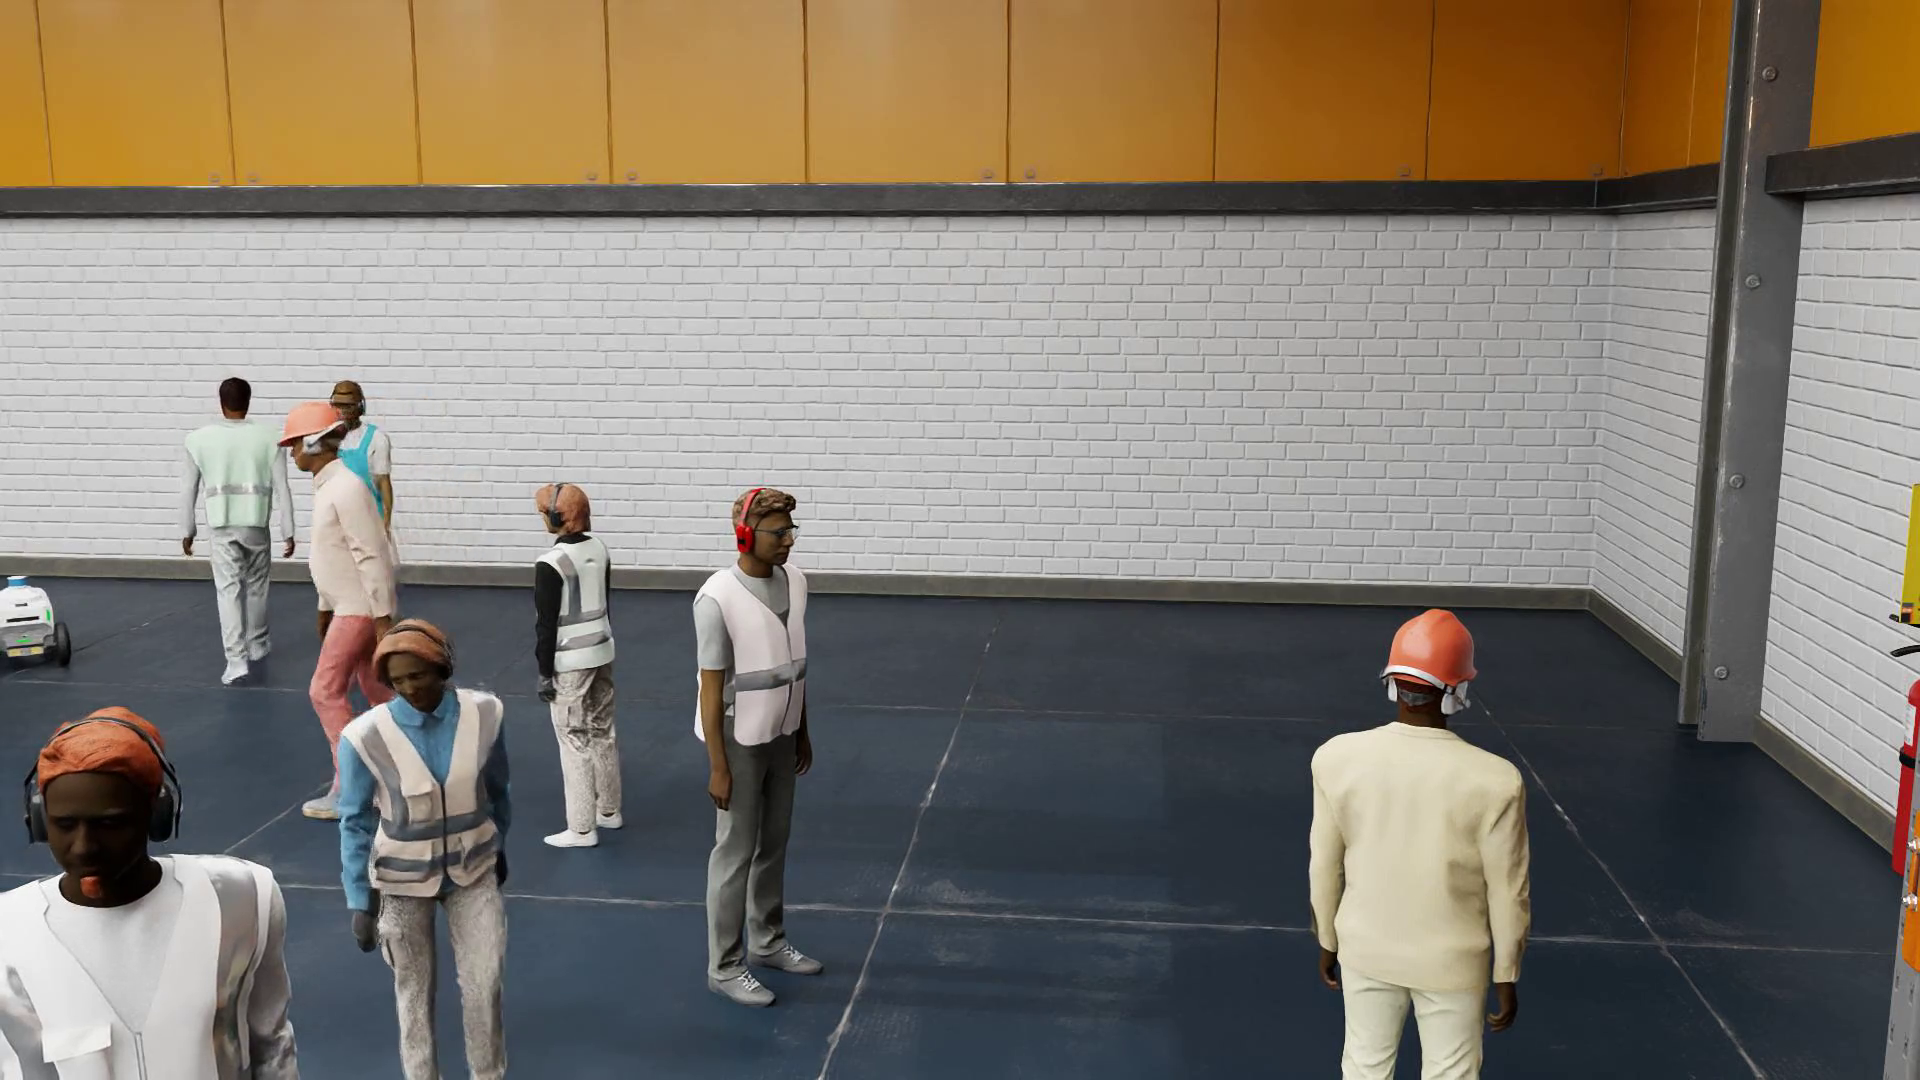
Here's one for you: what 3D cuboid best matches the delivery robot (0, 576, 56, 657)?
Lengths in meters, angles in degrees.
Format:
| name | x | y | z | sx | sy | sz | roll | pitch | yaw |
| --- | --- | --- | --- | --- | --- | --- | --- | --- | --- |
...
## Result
| name | x | y | z | sx | sy | sz | roll | pitch | yaw |
| --- | --- | --- | --- | --- | --- | --- | --- | --- | --- |
| delivery robot | -6.038 | 0.474 | 10.680 | 0.477 | 0.478 | 0.707 | -6 | 12 | -32 |

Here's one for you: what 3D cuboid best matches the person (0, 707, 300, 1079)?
| name | x | y | z | sx | sy | sz | roll | pitch | yaw |
| --- | --- | --- | --- | --- | --- | --- | --- | --- | --- |
| person | -1.444 | 1.211 | 2.927 | 0.585 | 1.881 | 0.340 | -7 | 12 | -37 |

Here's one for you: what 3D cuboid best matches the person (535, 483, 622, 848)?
| name | x | y | z | sx | sy | sz | roll | pitch | yaw |
| --- | --- | --- | --- | --- | --- | --- | --- | --- | --- |
| person | -1.710 | 0.555 | 7.417 | 0.315 | 1.629 | 0.512 | 4 | 11 | 20 |

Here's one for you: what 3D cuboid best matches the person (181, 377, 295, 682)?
| name | x | y | z | sx | sy | sz | roll | pitch | yaw |
| --- | --- | --- | --- | --- | --- | --- | --- | --- | --- |
| person | -4.528 | -0.080 | 10.426 | 0.646 | 1.857 | 1.037 | -4 | 11 | -23 |

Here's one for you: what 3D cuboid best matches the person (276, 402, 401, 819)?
| name | x | y | z | sx | sy | sz | roll | pitch | yaw |
| --- | --- | --- | --- | --- | --- | --- | --- | --- | --- |
| person | -2.878 | 0.323 | 7.841 | 0.722 | 1.940 | 0.619 | -4 | 11 | -23 |

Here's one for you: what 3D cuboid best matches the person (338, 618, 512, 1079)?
| name | x | y | z | sx | sy | sz | roll | pitch | yaw |
| --- | --- | --- | --- | --- | --- | --- | --- | --- | --- |
| person | -1.567 | 0.999 | 4.908 | 0.533 | 1.608 | 0.483 | -6 | 12 | -32 |

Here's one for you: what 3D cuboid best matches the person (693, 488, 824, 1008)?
| name | x | y | z | sx | sy | sz | roll | pitch | yaw |
| --- | --- | --- | --- | --- | --- | --- | --- | --- | --- |
| person | -0.737 | 0.718 | 5.895 | 0.386 | 1.837 | 0.563 | 5 | 11 | 27 |

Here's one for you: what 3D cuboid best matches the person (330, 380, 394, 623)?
| name | x | y | z | sx | sy | sz | roll | pitch | yaw |
| --- | --- | --- | --- | --- | --- | --- | --- | --- | --- |
| person | -3.862 | -0.110 | 10.637 | 0.505 | 1.838 | 0.344 | 1 | 10 | 8 |

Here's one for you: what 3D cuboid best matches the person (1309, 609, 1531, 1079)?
| name | x | y | z | sx | sy | sz | roll | pitch | yaw |
| --- | --- | --- | --- | --- | --- | --- | --- | --- | --- |
| person | 1.176 | 1.041 | 4.273 | 0.559 | 1.752 | 0.326 | 6 | 11 | 30 |
